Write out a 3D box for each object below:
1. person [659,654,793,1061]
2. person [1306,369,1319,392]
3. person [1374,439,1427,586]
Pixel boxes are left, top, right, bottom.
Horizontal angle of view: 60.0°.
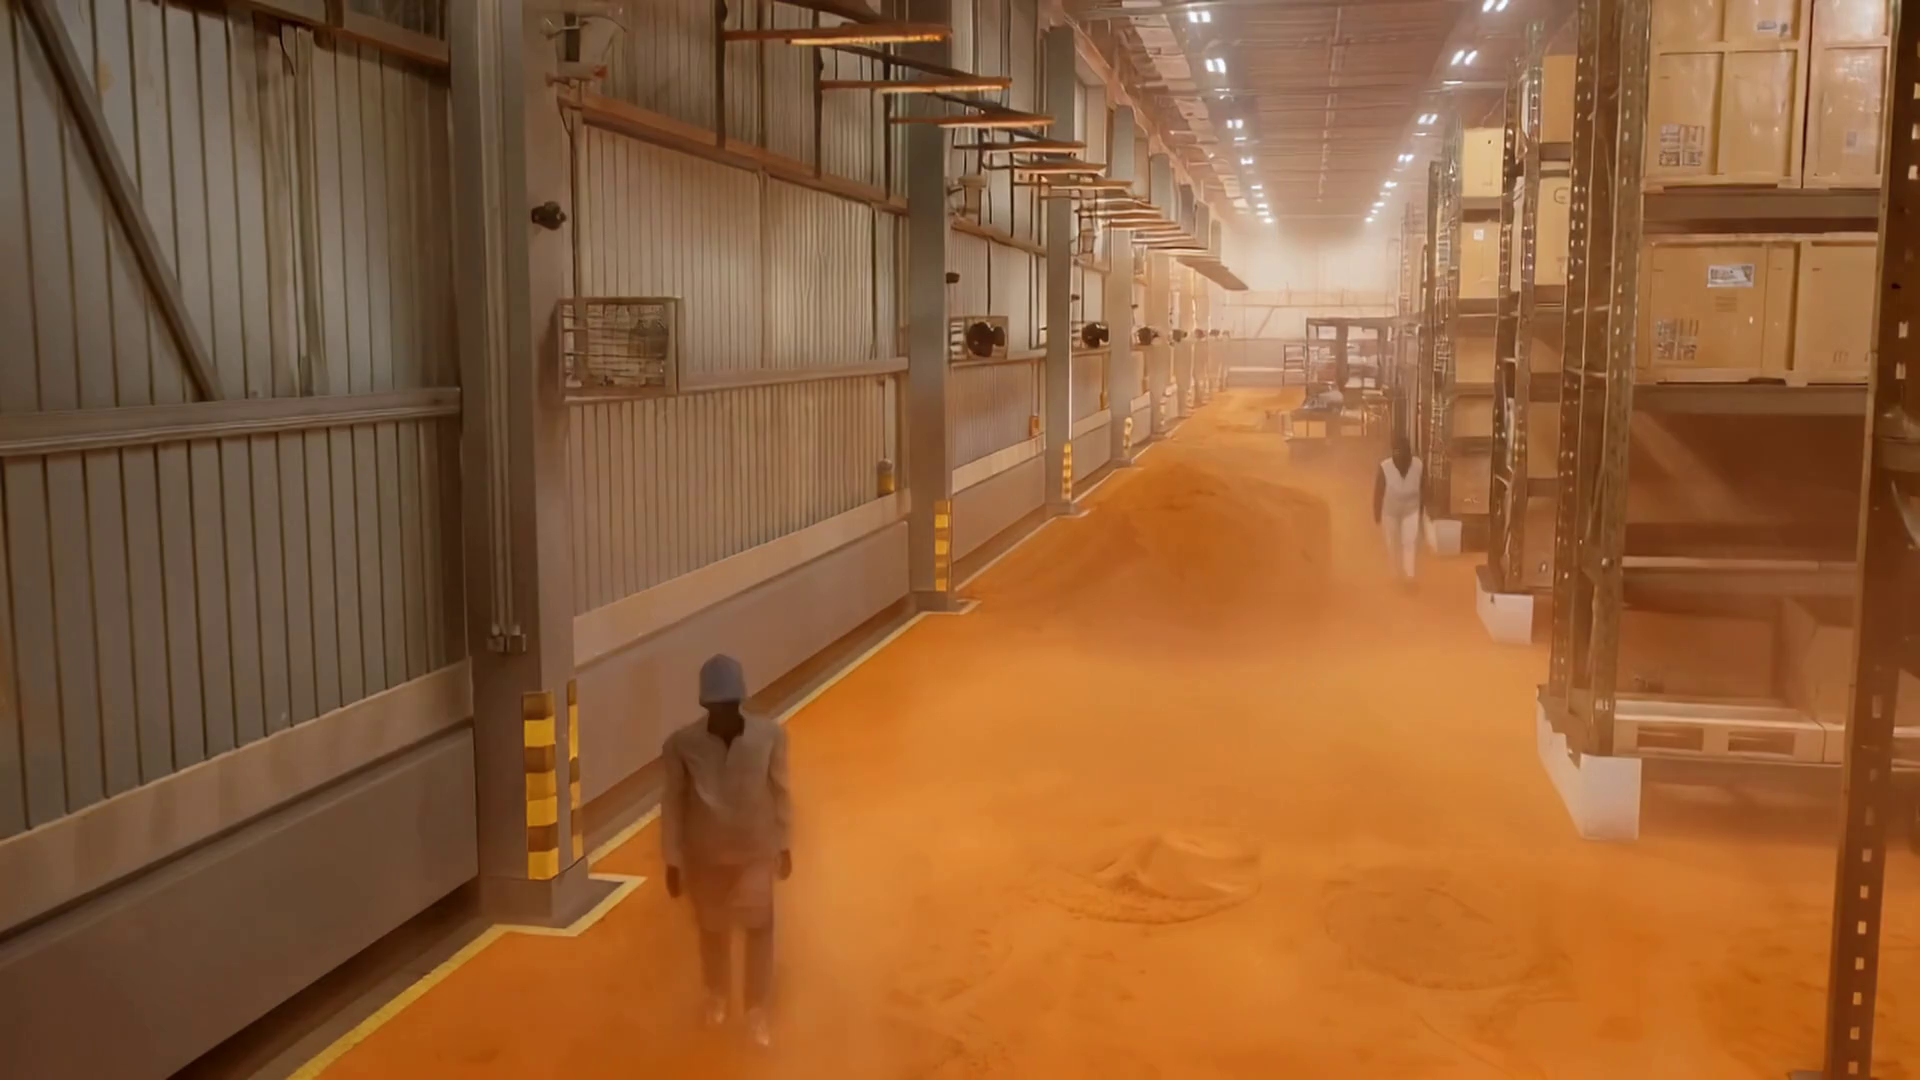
[{"bbox_3d":[-0.990,1.352,7.143,0.580,1.721,0.740,-1,7,-11],"label":"person"},{"bbox_3d":[12.202,-4.994,57.478,0.564,1.847,0.396,-1,7,-6],"label":"person"},{"bbox_3d":[5.444,-0.352,20.550,0.645,1.791,0.977,1,7,9],"label":"person"}]
